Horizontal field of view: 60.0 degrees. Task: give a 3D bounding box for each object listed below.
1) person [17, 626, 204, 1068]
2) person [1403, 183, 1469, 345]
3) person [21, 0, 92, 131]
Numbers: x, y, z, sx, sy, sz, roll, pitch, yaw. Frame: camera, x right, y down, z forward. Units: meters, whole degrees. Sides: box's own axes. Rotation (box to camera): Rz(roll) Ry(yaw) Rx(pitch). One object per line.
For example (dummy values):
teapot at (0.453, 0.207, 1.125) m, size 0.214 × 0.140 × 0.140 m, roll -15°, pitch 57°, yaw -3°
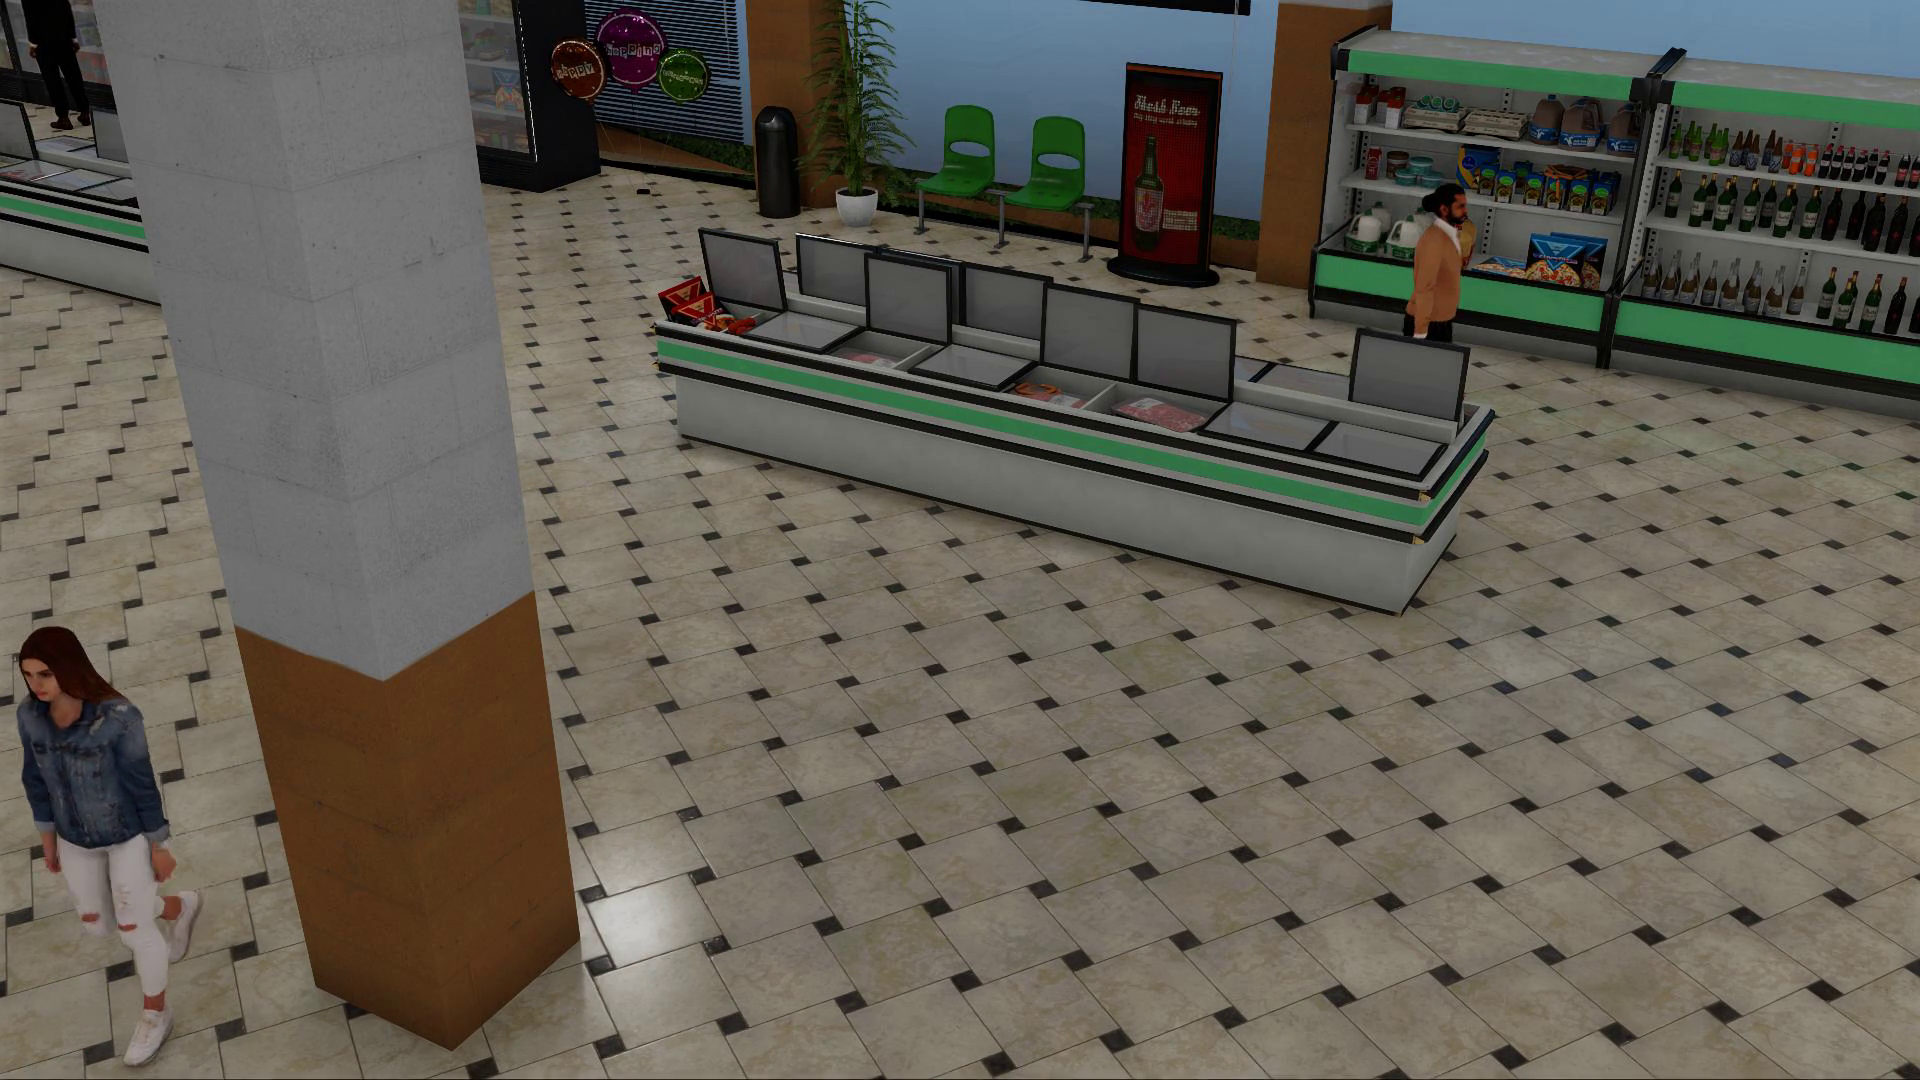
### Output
person at (-2.886, 0.982, 5.765) m, size 0.929 × 1.683 × 0.884 m, roll 4°, pitch 27°, yaw 8°
person at (2.837, -1.340, 10.282) m, size 0.943 × 1.737 × 0.692 m, roll 12°, pitch 29°, yaw 22°
person at (-10.009, -5.498, 18.354) m, size 0.651 × 1.853 × 0.714 m, roll 19°, pitch 33°, yaw 33°
